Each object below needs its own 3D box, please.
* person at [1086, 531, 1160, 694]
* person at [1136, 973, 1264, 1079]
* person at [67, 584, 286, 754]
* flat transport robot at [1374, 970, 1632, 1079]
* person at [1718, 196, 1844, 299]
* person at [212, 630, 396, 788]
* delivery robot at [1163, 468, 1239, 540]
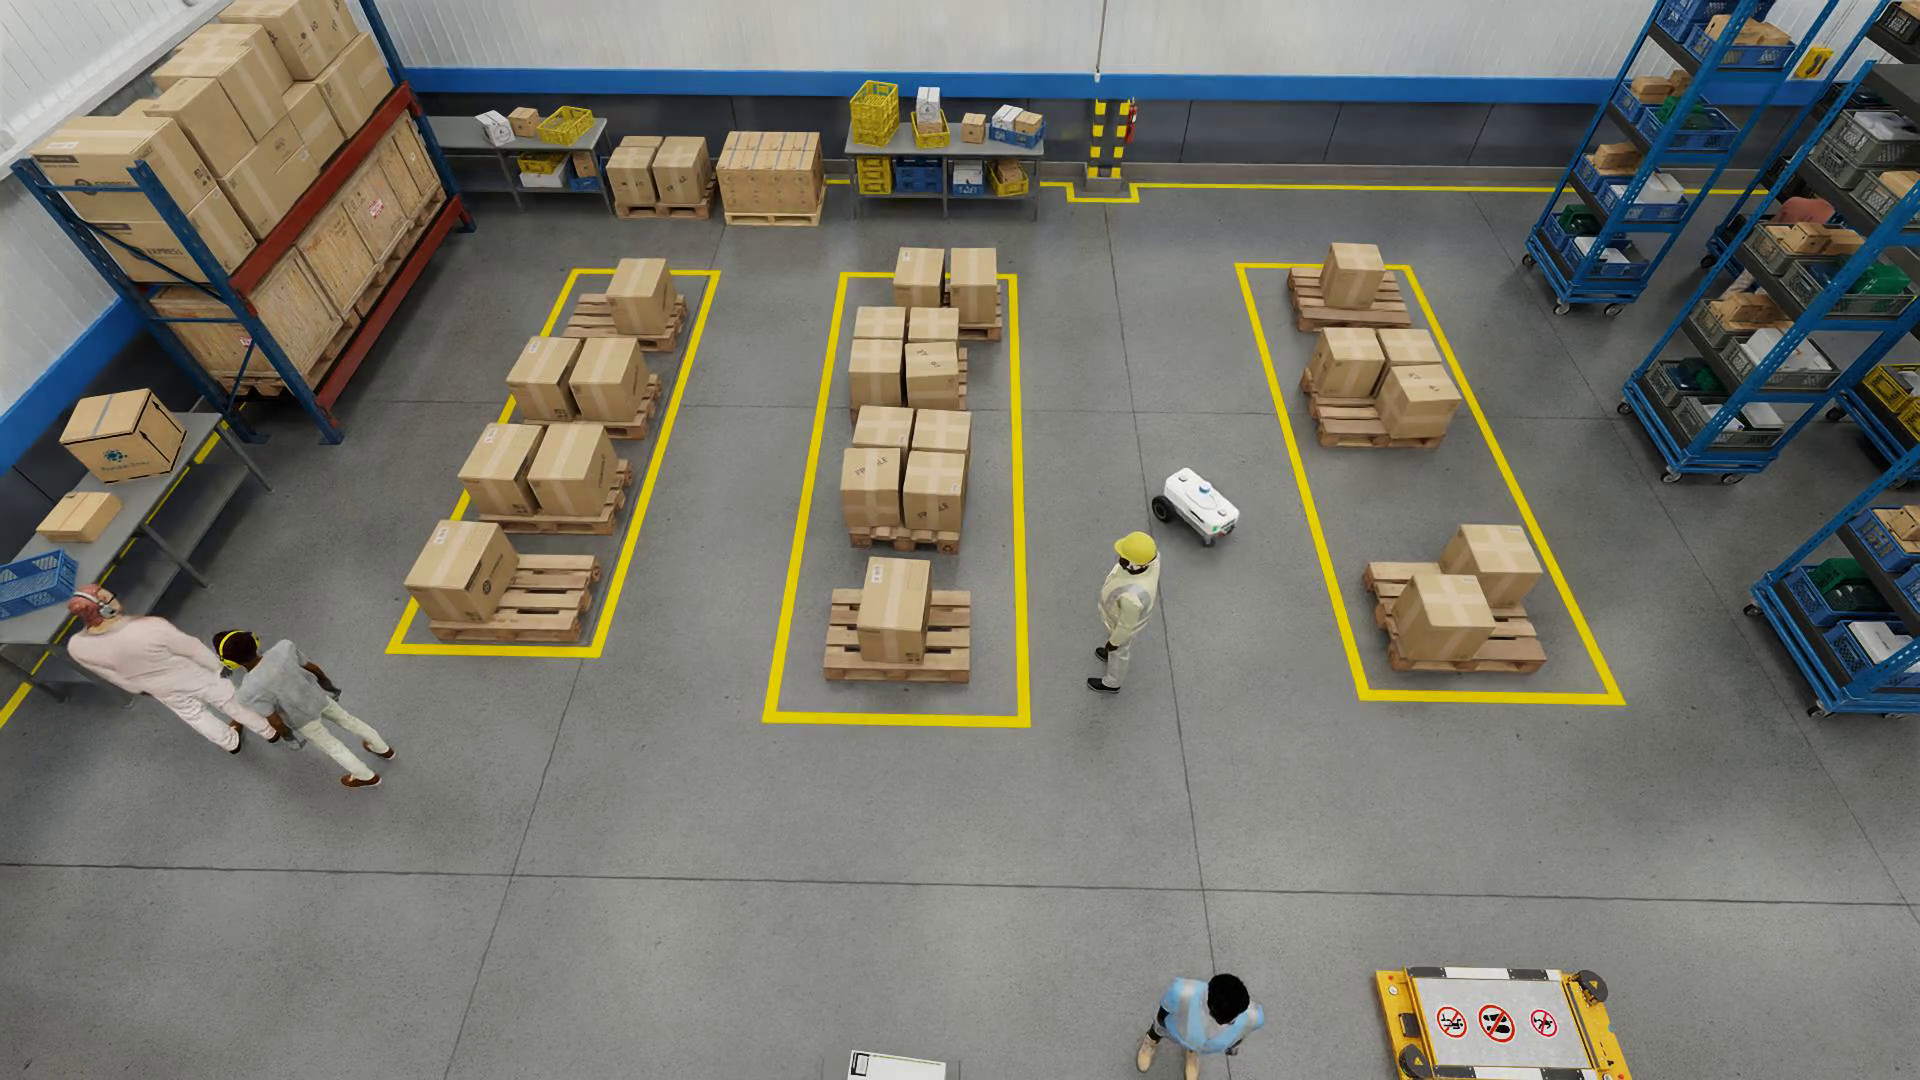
[{"bbox_3d":[1.249,0.558,7.012,0.404,1.832,0.596,16,53,13],"label":"person"},{"bbox_3d":[1.367,2.803,5.268,0.531,1.697,0.320,12,52,10],"label":"person"},{"bbox_3d":[-5.671,0.956,6.645,0.637,1.904,0.403,-12,52,-10],"label":"person"},{"bbox_3d":[3.501,3.133,5.914,1.431,0.197,0.652,1,51,1],"label":"flat transport robot"},{"bbox_3d":[8.788,-3.010,9.827,0.410,1.980,0.630,-27,56,-20],"label":"person"},{"bbox_3d":[-4.616,1.197,6.468,0.321,1.871,0.532,7,51,6],"label":"person"},{"bbox_3d":[2.233,-0.344,8.508,0.477,0.478,0.707,-28,56,-21],"label":"delivery robot"}]
